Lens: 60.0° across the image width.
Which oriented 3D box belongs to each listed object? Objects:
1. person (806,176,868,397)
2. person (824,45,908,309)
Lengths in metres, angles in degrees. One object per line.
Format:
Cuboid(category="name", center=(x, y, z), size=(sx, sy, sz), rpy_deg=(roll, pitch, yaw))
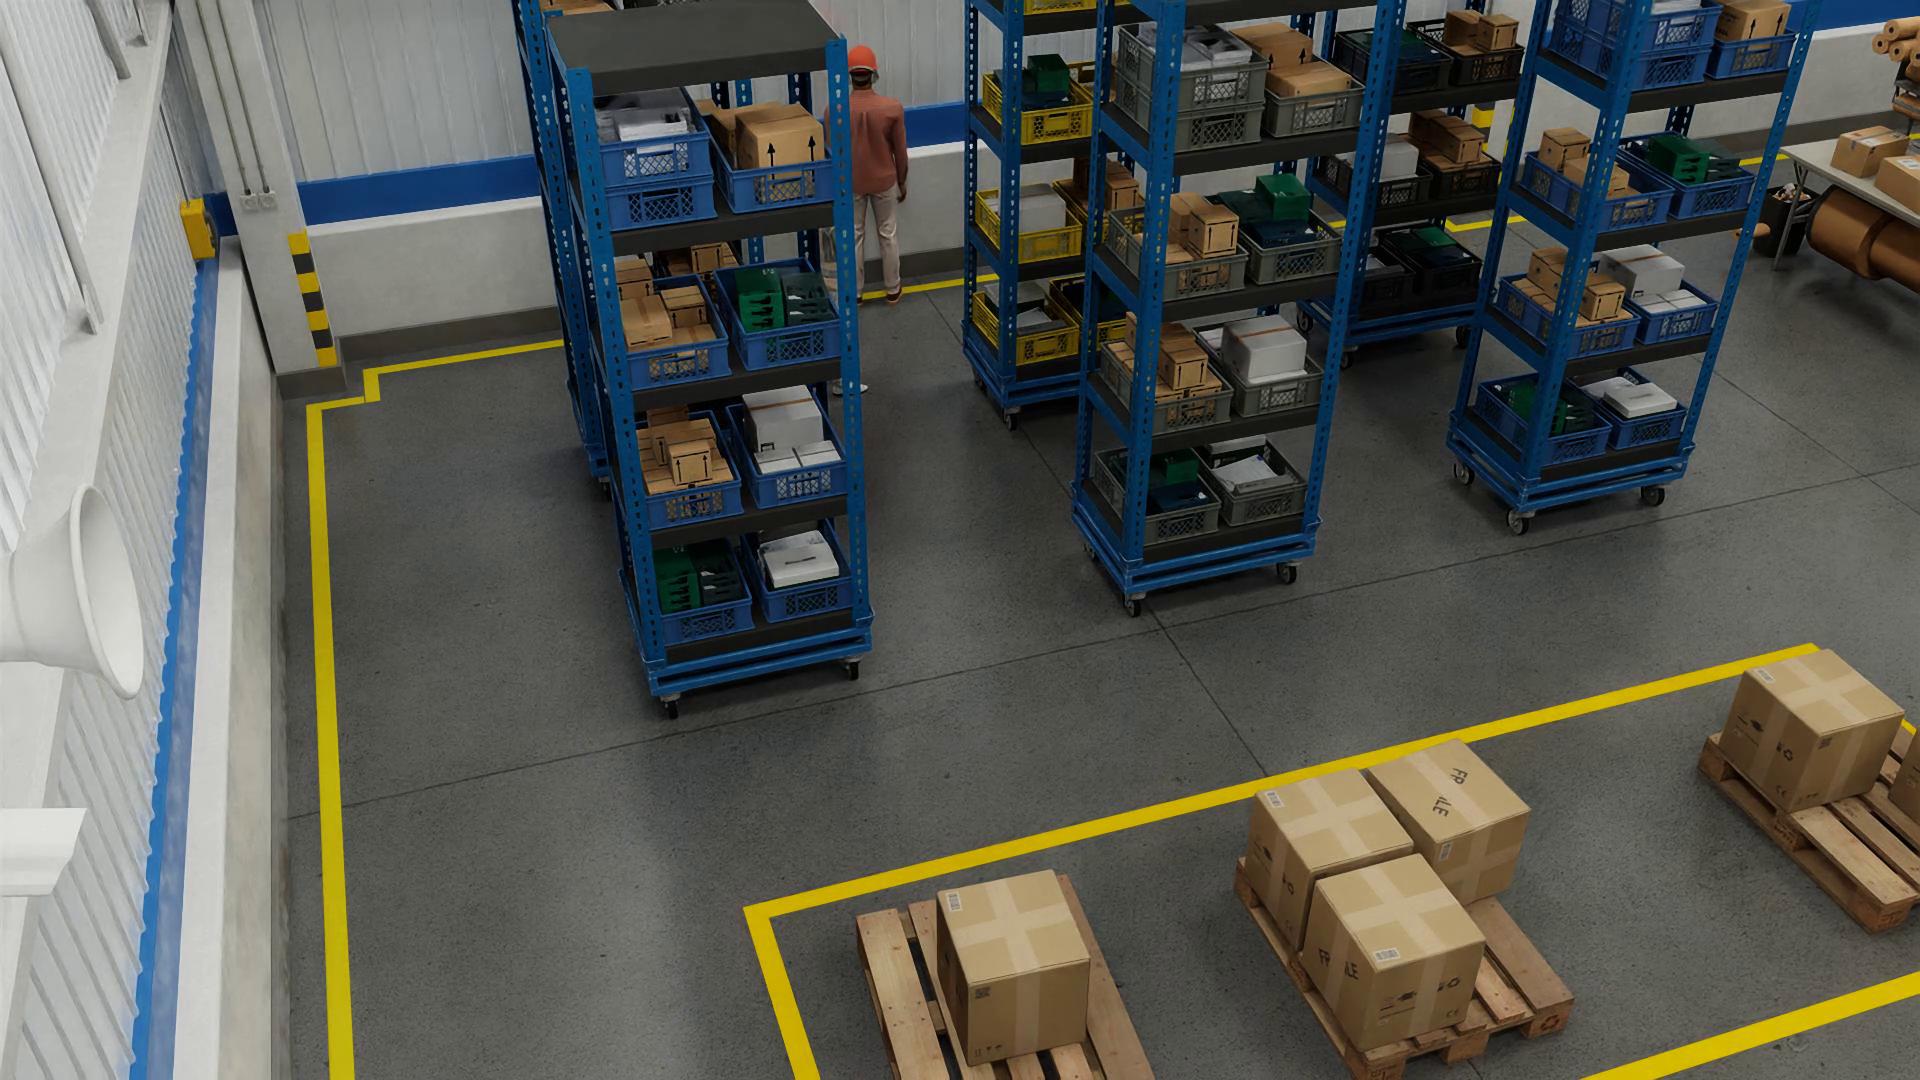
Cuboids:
Cuboid(category="person", center=(-0.877, -1.764, 11.350), size=(0.307, 1.643, 0.514), rpy_deg=(-21, 40, -27))
Cuboid(category="person", center=(-0.687, -2.670, 12.340), size=(0.609, 1.986, 0.393), rpy_deg=(-4, 35, -5))
